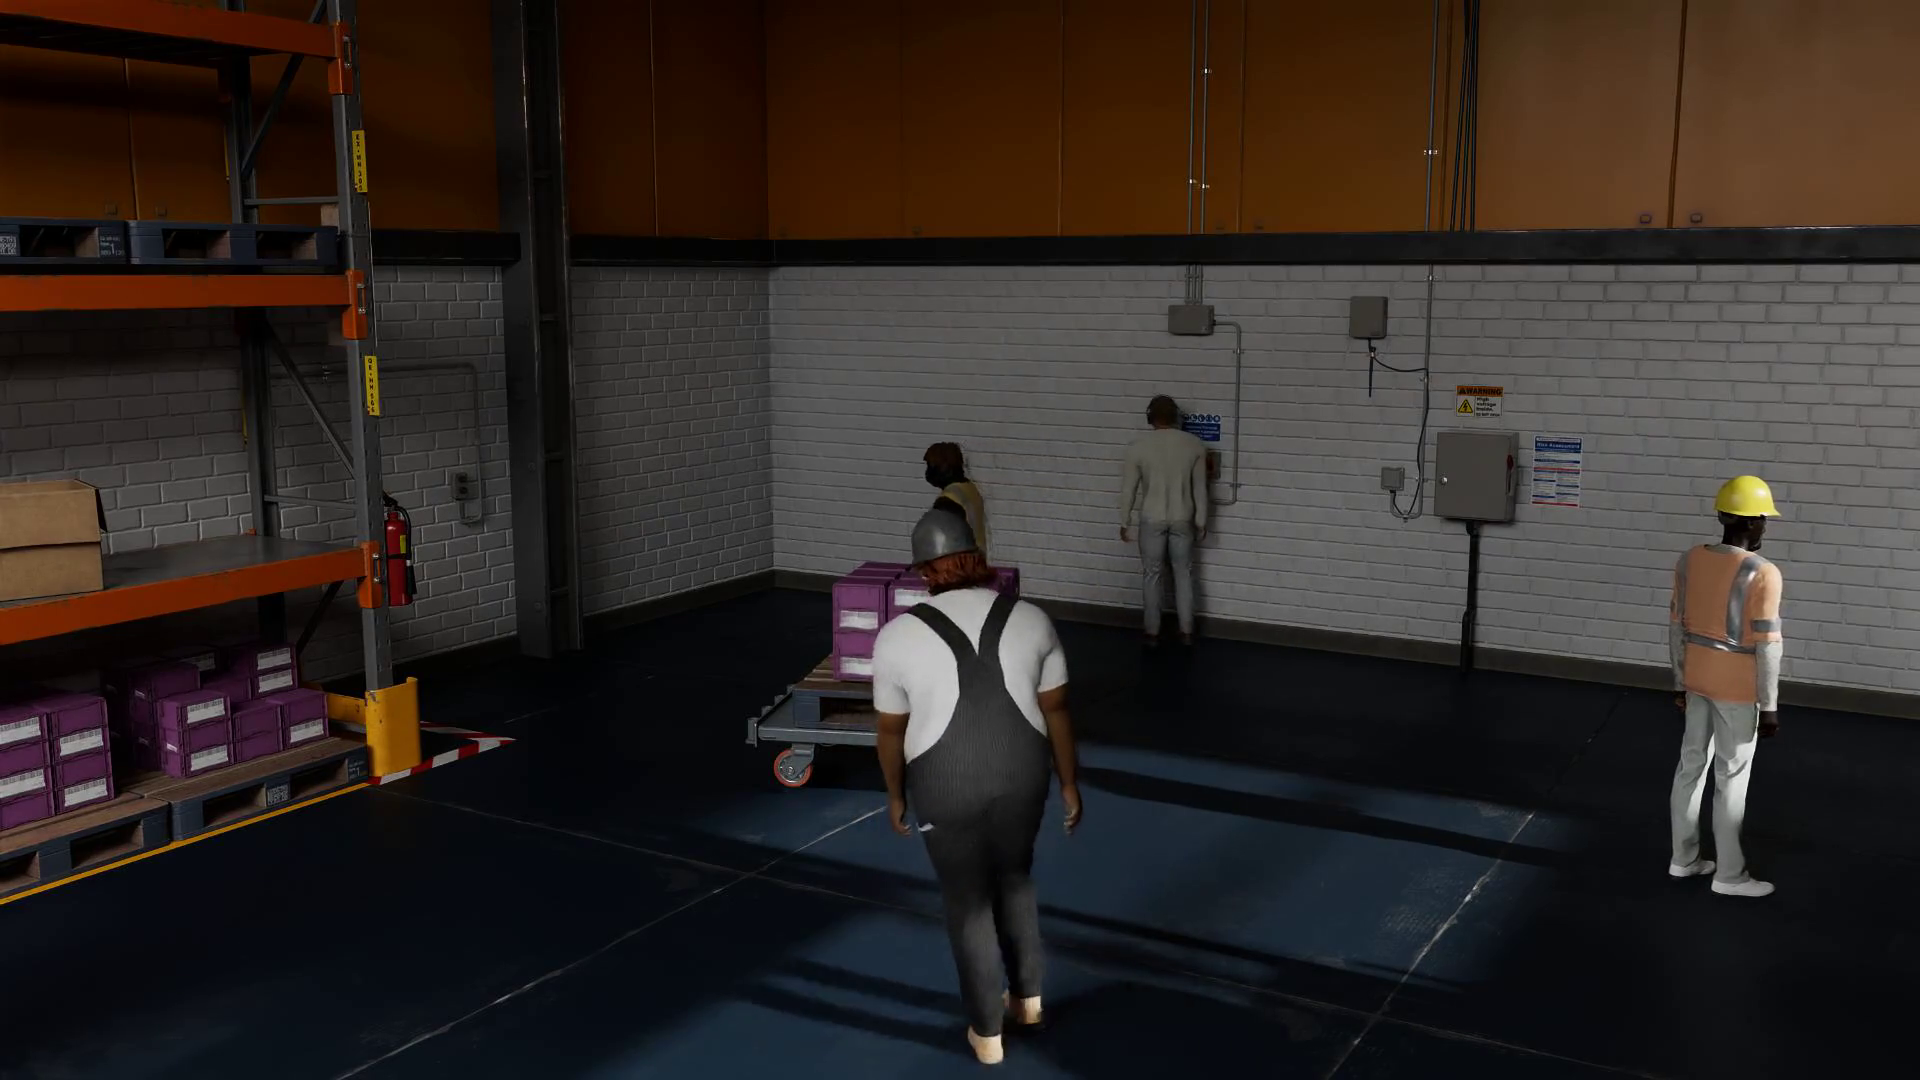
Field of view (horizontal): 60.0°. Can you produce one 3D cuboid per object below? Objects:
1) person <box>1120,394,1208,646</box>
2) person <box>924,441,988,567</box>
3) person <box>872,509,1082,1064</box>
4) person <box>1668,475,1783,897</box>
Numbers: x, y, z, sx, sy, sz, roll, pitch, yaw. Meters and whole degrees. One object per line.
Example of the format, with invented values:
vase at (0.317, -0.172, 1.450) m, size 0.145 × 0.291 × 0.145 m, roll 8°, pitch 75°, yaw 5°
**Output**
person at (1.549, -0.141, 12.648) m, size 0.656 × 1.931 × 0.422 m, roll -1°, pitch 9°, yaw -6°
person at (0.039, 0.284, 10.373) m, size 0.746 × 1.813 × 0.632 m, roll 1°, pitch 9°, yaw 9°
person at (0.039, 0.854, 6.089) m, size 0.754 × 2.000 × 0.639 m, roll -2°, pitch 9°, yaw -15°
person at (3.517, 0.663, 7.635) m, size 0.382 × 1.928 × 0.587 m, roll -3°, pitch 10°, yaw -20°
